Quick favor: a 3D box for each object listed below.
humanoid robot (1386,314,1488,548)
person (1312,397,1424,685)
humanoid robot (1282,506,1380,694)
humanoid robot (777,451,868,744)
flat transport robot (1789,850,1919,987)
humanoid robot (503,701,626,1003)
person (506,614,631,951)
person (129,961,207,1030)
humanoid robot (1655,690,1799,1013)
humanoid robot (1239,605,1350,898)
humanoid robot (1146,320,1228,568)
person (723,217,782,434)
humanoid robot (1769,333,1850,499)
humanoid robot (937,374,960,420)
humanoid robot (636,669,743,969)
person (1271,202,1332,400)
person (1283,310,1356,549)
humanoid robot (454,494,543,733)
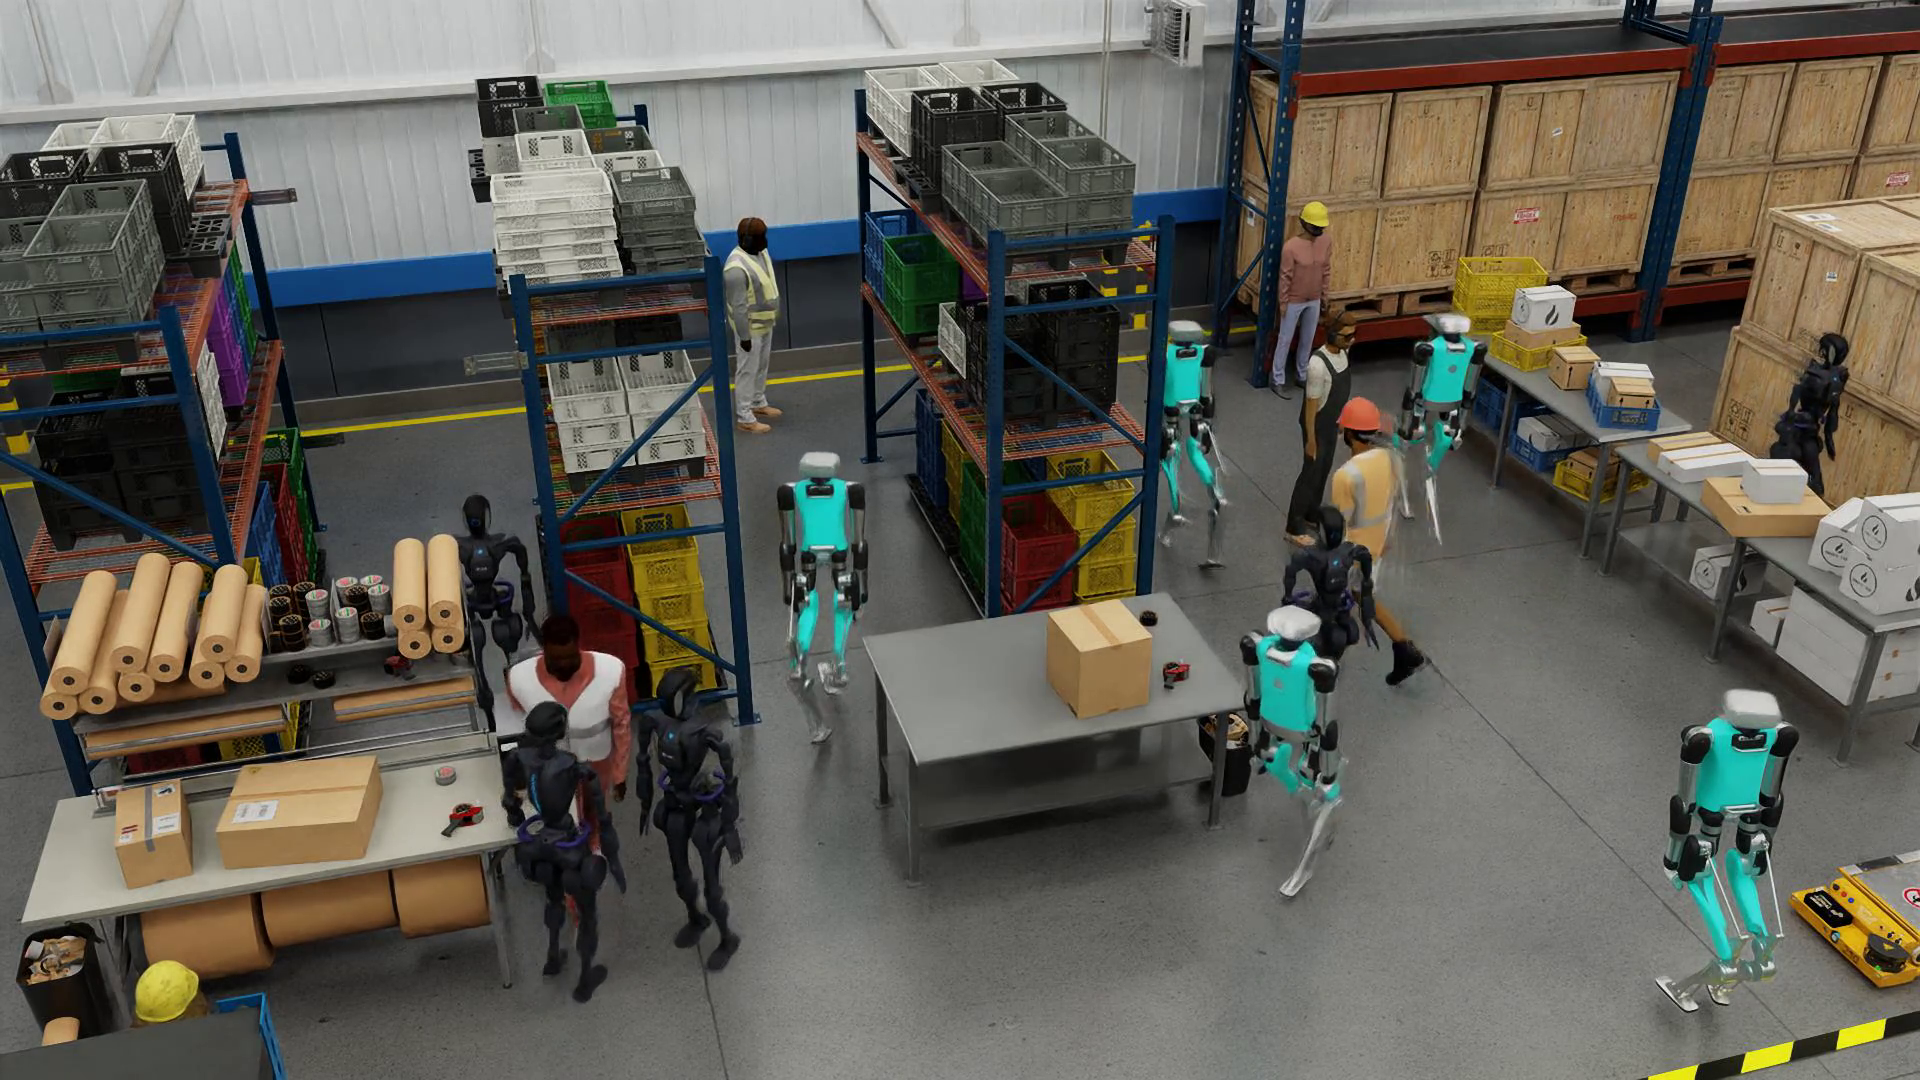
[{"bbox_3d":[3.427,-0.868,12.249,0.555,1.806,0.814,-3,29,-6],"label":"humanoid robot"},{"bbox_3d":[2.532,0.046,10.393,0.582,1.898,0.817,-22,35,-34],"label":"person"},{"bbox_3d":[2.179,0.516,9.801,0.637,1.620,0.765,-4,29,-8],"label":"humanoid robot"},{"bbox_3d":[-0.813,0.424,9.864,0.537,1.718,1.030,0,29,0],"label":"humanoid robot"},{"bbox_3d":[5.163,1.916,8.676,1.431,0.231,0.659,-8,30,-14],"label":"flat transport robot"},{"bbox_3d":[-1.903,1.496,7.978,0.610,1.644,0.333,9,30,15],"label":"humanoid robot"},{"bbox_3d":[-1.945,1.143,8.433,0.594,1.848,1.000,-8,30,-14],"label":"person"},{"bbox_3d":[-2.889,2.315,6.416,0.483,1.744,0.298,-2,29,-3],"label":"person"},{"bbox_3d":[3.604,1.542,7.695,0.533,1.673,0.735,-3,29,-5],"label":"humanoid robot"},{"bbox_3d":[1.844,1.088,8.753,0.571,1.876,0.843,24,37,37],"label":"humanoid robot"},{"bbox_3d":[1.687,-0.580,11.733,0.555,1.758,1.004,-10,30,-18],"label":"humanoid robot"},{"bbox_3d":[-1.698,-1.790,13.801,0.430,1.833,0.619,7,30,13],"label":"person"},{"bbox_3d":[6.097,-0.719,12.007,0.590,1.641,0.446,-14,32,-24],"label":"humanoid robot"},{"bbox_3d":[0.060,-1.686,13.792,0.822,1.858,0.539,-2,29,-4],"label":"humanoid robot"},{"bbox_3d":[-1.341,1.358,8.218,0.611,1.650,0.352,12,31,21],"label":"humanoid robot"},{"bbox_3d":[2.981,-2.075,14.393,0.521,1.760,0.332,-14,32,-23],"label":"person"},{"bbox_3d":[2.616,-0.802,12.001,0.331,1.836,0.505,19,34,30],"label":"person"},{"bbox_3d":[-2.827,0.429,9.917,0.600,1.640,0.562,-8,30,-15],"label":"humanoid robot"}]
